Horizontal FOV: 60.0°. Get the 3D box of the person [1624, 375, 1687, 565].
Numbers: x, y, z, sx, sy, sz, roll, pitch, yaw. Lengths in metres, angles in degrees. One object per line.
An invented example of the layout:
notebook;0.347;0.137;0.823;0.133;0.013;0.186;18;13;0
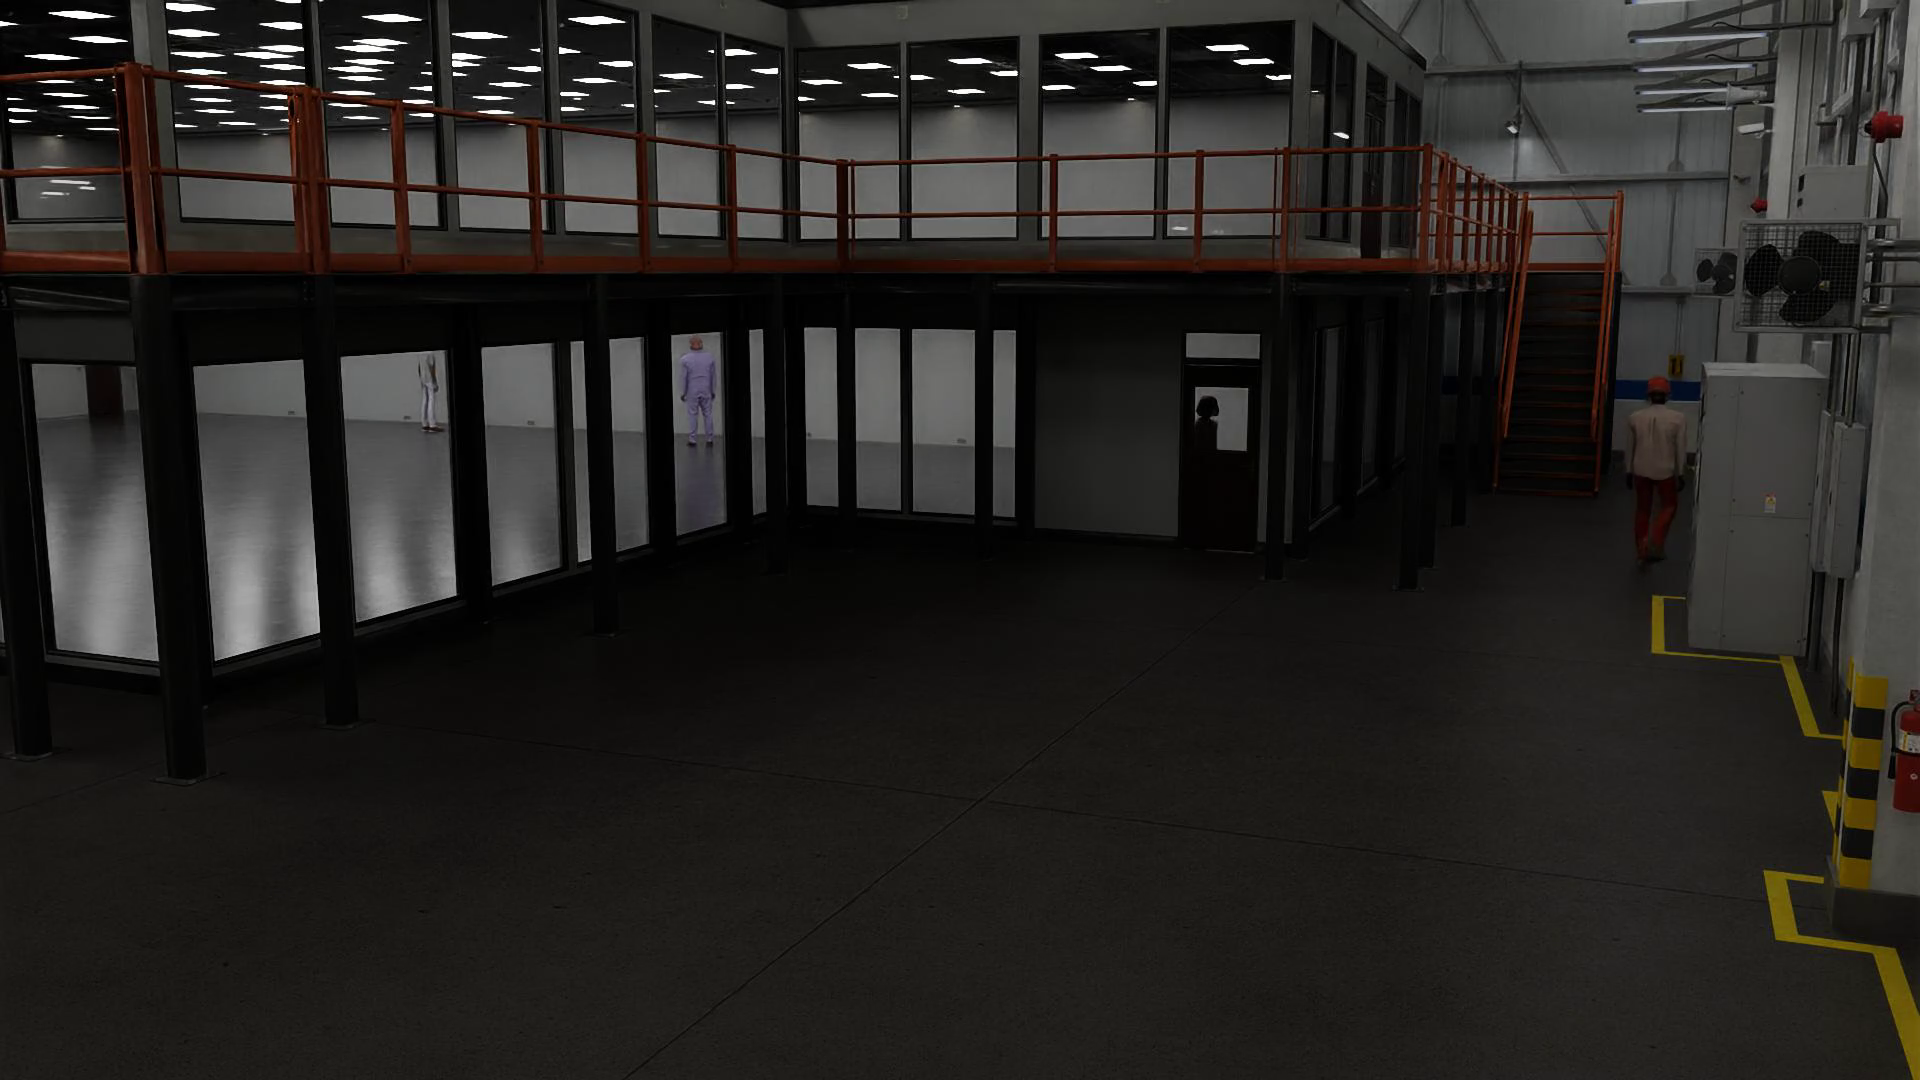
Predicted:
person;7.227;-0.720;17.289;0.641;1.972;0.454;7;12;38
